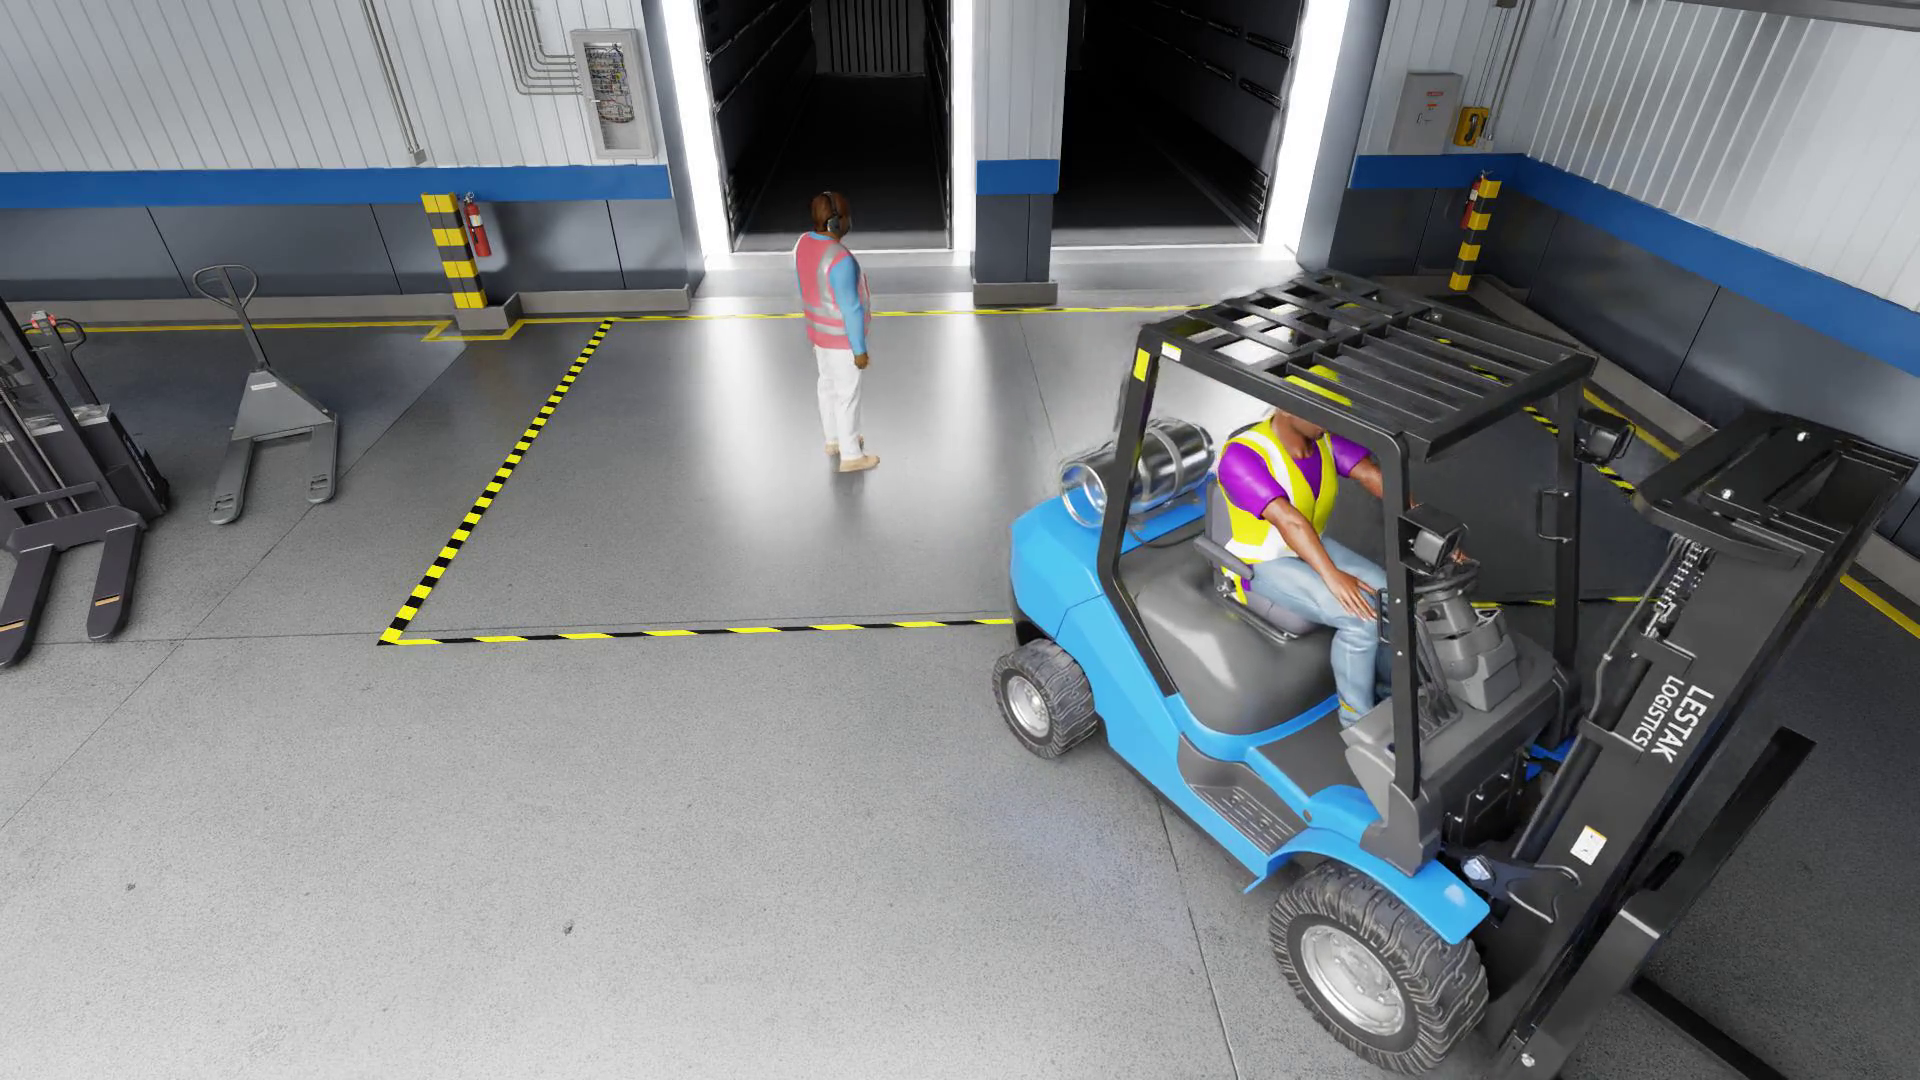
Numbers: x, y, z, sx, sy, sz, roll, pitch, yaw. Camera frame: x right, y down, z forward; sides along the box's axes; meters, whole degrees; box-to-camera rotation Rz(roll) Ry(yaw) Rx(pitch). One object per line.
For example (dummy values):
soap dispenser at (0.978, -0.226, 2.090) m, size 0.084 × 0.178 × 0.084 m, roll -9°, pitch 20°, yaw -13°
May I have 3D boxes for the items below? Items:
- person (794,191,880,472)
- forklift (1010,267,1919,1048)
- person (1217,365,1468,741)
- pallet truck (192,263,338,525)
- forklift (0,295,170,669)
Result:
person at (-0.792, -1.344, 6.060) m, size 0.429 × 1.843 × 0.626 m, roll -22°, pitch 40°, yaw -28°
forklift at (1.347, 0.194, 3.400) m, size 1.157 × 2.036 × 2.680 m, roll -22°, pitch 41°, yaw -29°
person at (1.376, 0.070, 3.250) m, size 0.635 × 1.294 × 1.004 m, roll -22°, pitch 41°, yaw -29°
pallet truck at (-4.778, -1.027, 6.128) m, size 0.680 × 1.201 × 1.601 m, roll -17°, pitch 38°, yaw -23°
forklift at (-5.212, -0.618, 4.878) m, size 0.823 × 1.965 × 1.885 m, roll -20°, pitch 39°, yaw -26°
